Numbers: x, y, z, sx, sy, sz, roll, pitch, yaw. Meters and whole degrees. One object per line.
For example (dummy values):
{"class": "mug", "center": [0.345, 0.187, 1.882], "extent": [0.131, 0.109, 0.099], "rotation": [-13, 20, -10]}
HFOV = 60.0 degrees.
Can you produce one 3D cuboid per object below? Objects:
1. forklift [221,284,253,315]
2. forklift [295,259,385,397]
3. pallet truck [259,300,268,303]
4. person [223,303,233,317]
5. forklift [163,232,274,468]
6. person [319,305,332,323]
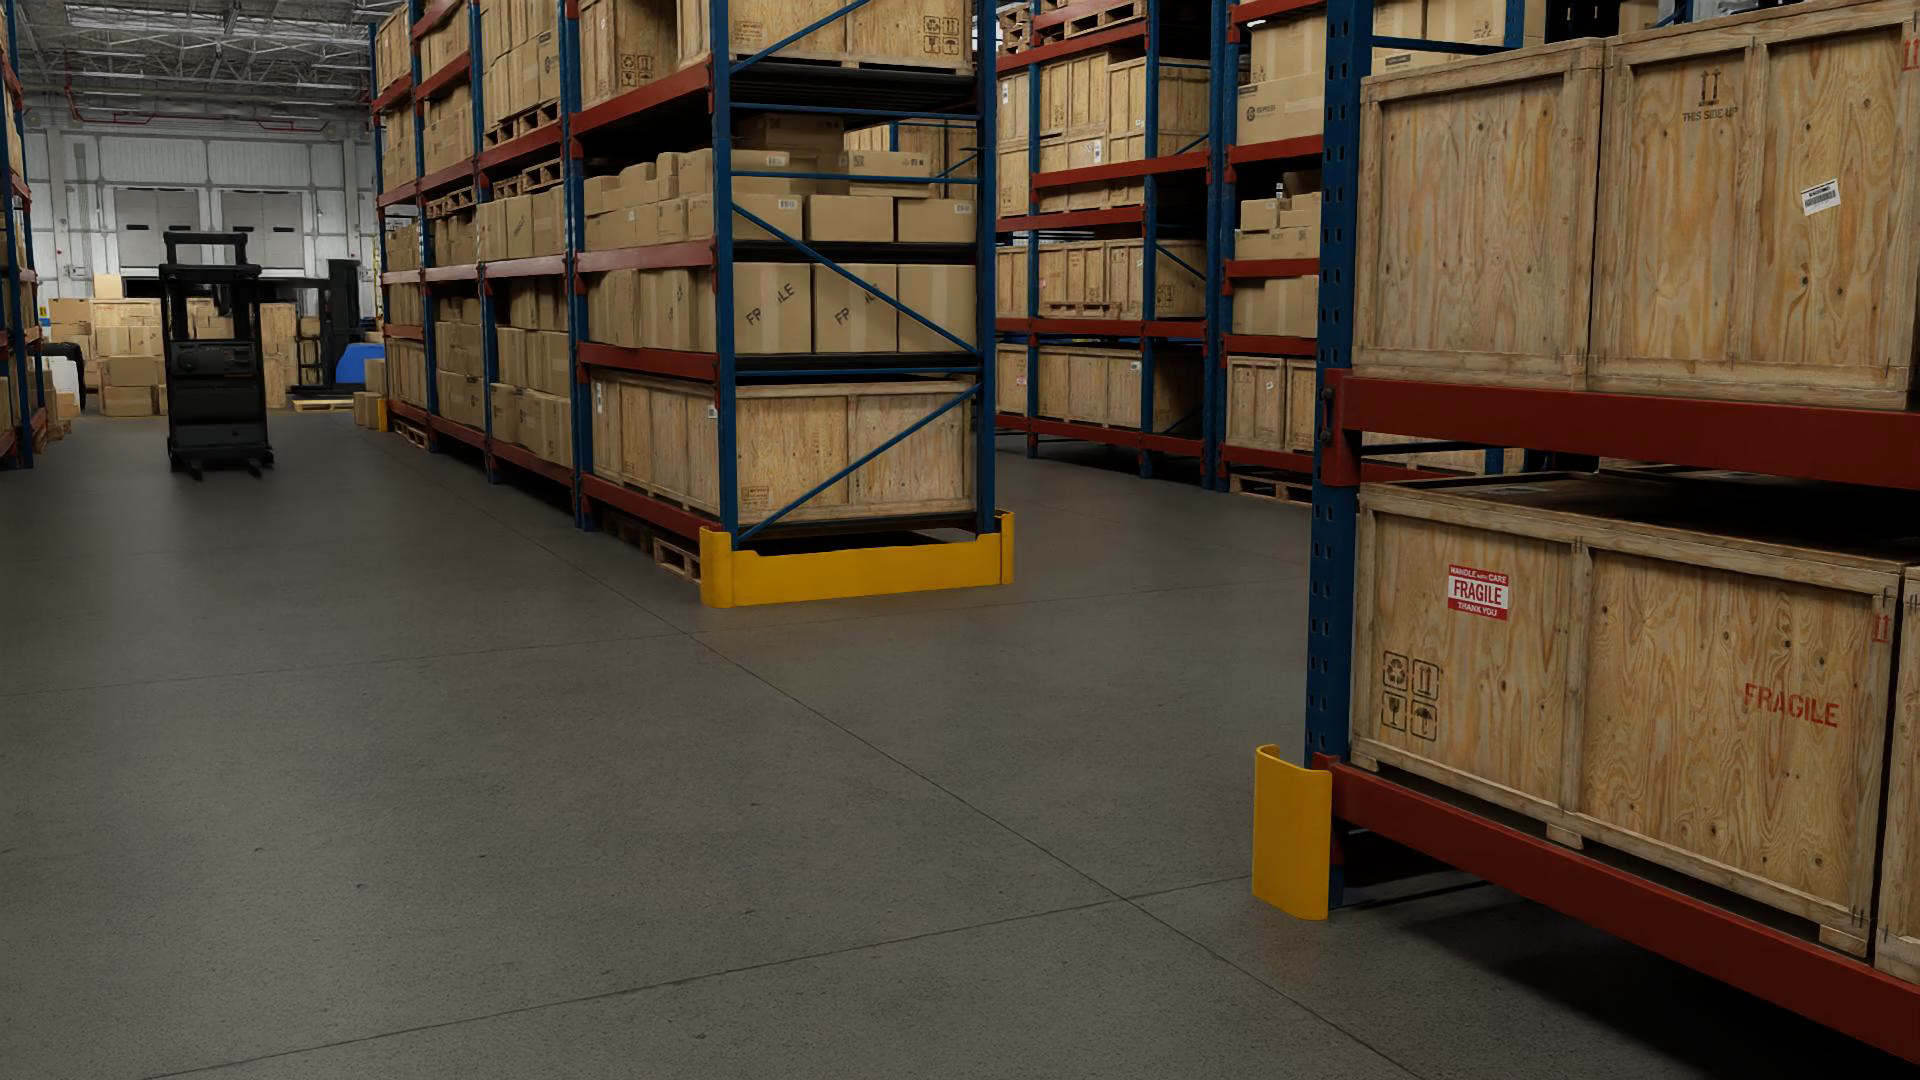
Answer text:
{"class": "forklift", "center": [-21.660, -6.656, 49.987], "extent": [1.873, 2.768, 1.129], "rotation": [6, 10, 37]}
{"class": "forklift", "center": [-12.561, -4.357, 34.130], "extent": [1.873, 2.768, 1.129], "rotation": [0, 8, -1]}
{"class": "pallet truck", "center": [-23.913, -7.404, 58.171], "extent": [1.885, 1.965, 0.823], "rotation": [-1, 8, -9]}
{"class": "person", "center": [-20.632, -5.790, 47.289], "extent": [0.628, 1.931, 0.383], "rotation": [1, 8, 4]}
{"class": "forklift", "center": [-9.168, -2.363, 20.385], "extent": [1.129, 2.768, 1.873], "rotation": [-4, 9, -26]}
{"class": "person", "center": [-17.083, -5.407, 44.677], "extent": [0.546, 1.917, 0.771], "rotation": [-8, 11, -42]}
